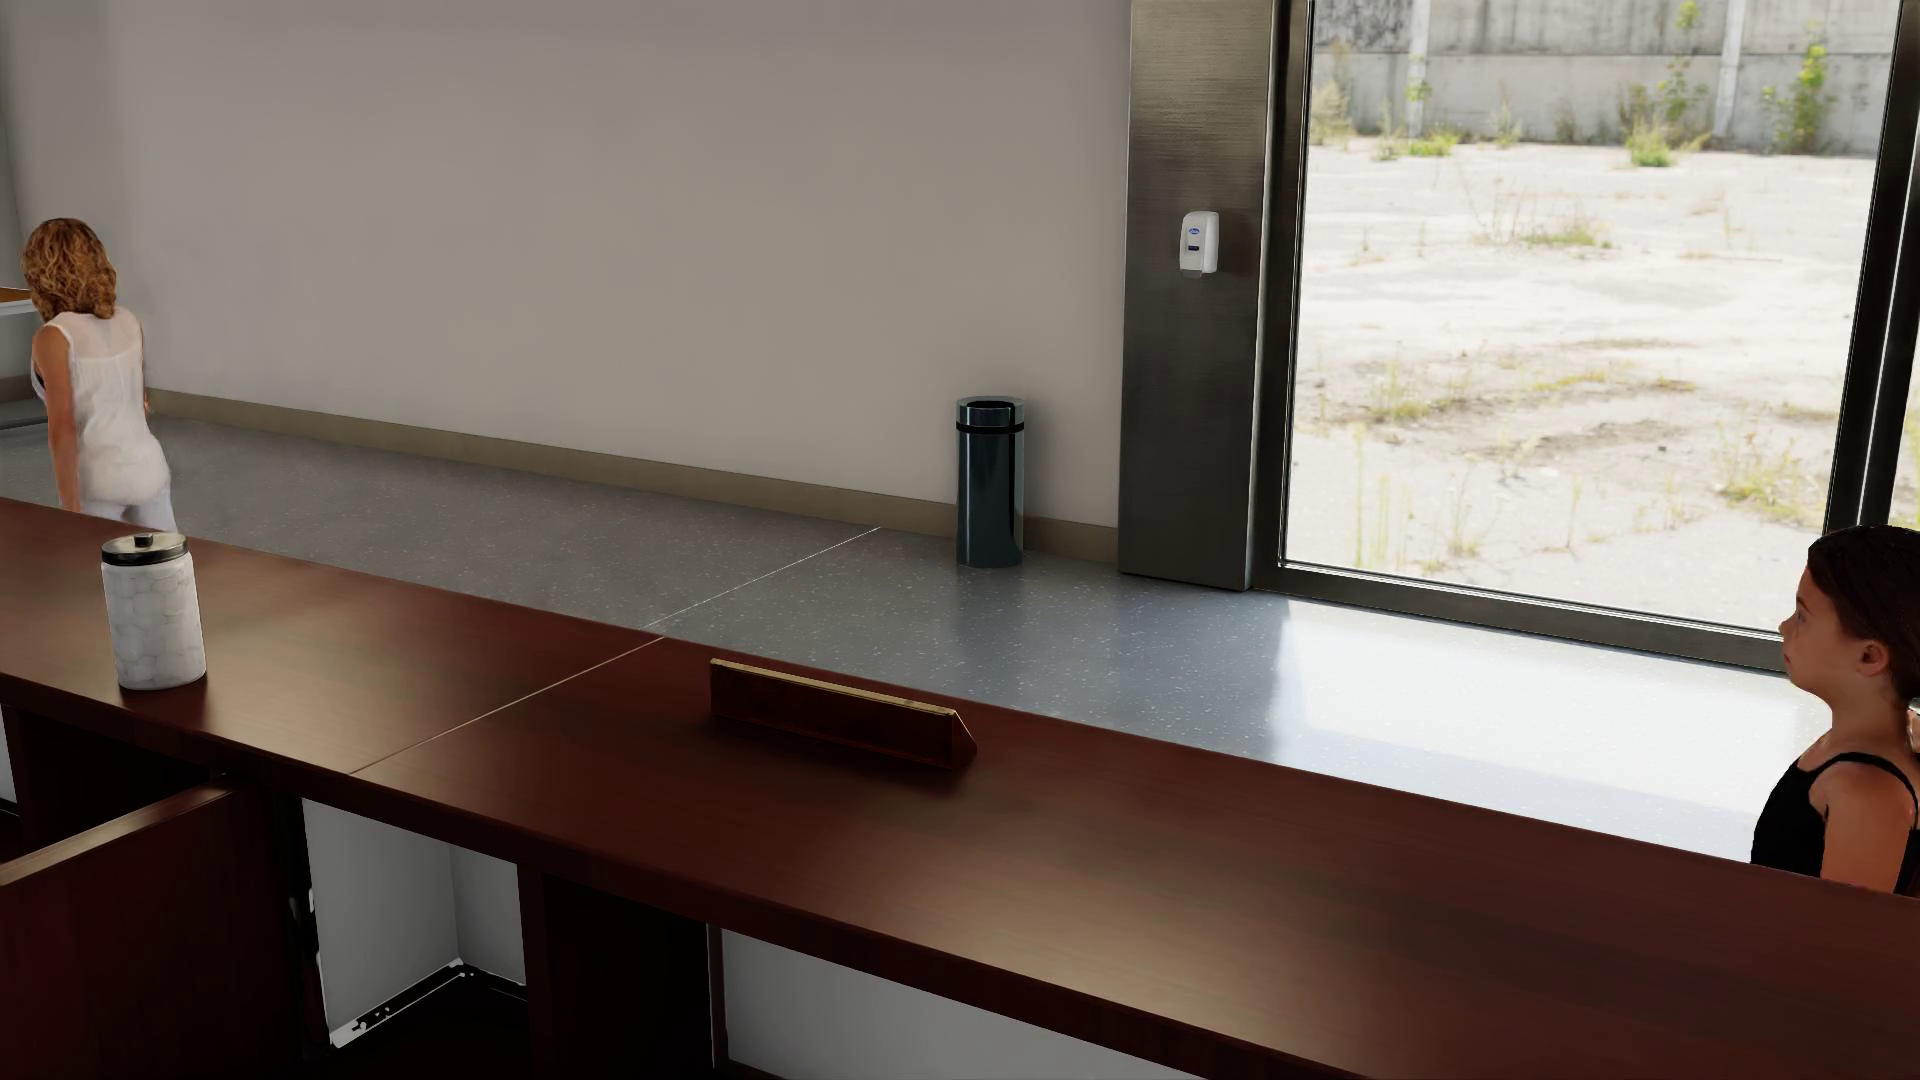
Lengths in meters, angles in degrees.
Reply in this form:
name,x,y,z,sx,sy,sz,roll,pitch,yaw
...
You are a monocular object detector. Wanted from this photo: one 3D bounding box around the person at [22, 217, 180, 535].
name,x,y,z,sx,sy,sz,roll,pitch,yaw
person,-2.663,-0.187,5.395,0.853,1.636,1.107,4,16,13
